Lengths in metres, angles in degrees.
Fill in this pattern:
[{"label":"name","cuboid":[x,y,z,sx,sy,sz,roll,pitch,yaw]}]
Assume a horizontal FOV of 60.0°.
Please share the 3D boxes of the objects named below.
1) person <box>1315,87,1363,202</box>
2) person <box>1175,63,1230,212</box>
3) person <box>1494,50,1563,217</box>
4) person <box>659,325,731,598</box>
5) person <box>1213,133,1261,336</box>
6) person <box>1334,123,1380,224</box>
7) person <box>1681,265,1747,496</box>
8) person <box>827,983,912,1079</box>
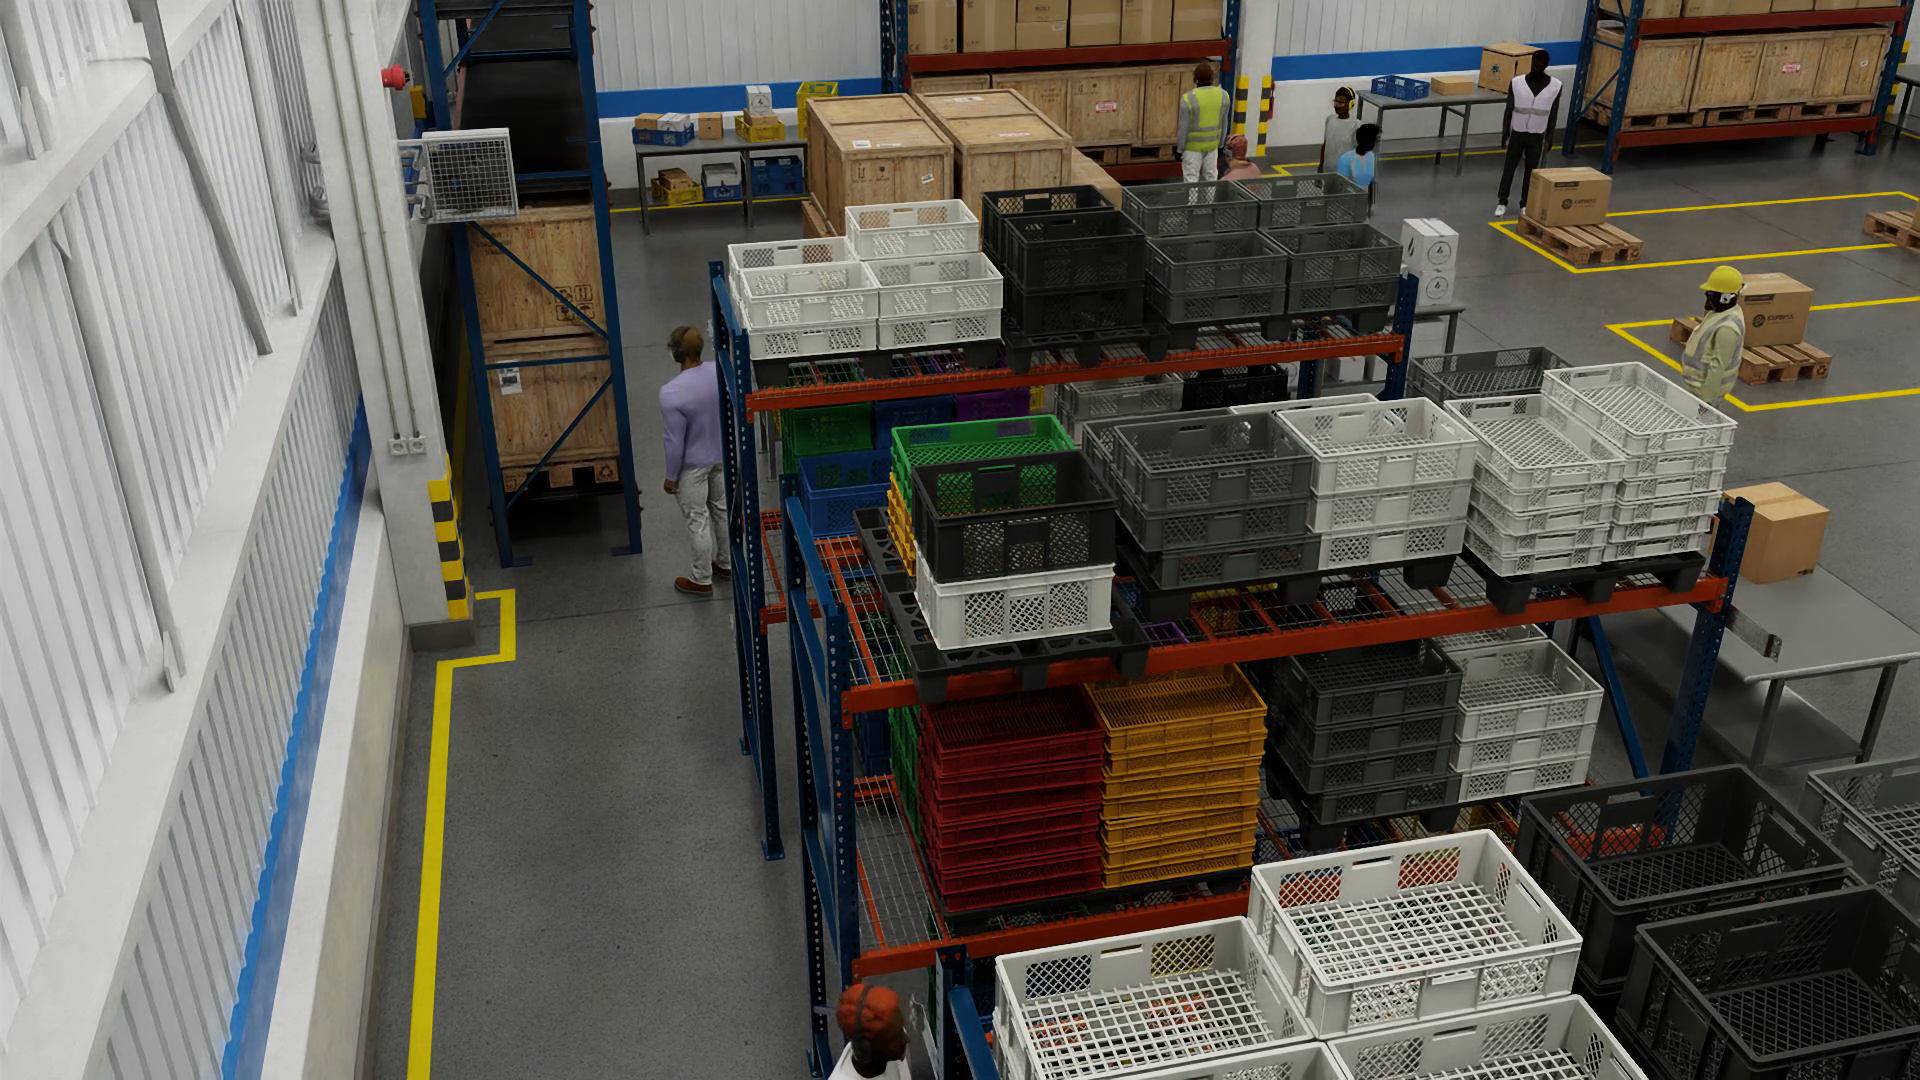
[{"label":"person","cuboid":[3.993,-3.866,17.648,0.329,1.873,0.516,-24,36,-37]},{"label":"person","cuboid":[2.703,-4.441,18.776,0.631,1.837,0.428,-11,30,-19]},{"label":"person","cuboid":[6.540,-4.679,19.142,0.590,1.917,0.395,6,28,12]},{"label":"person","cuboid":[-1.776,-0.538,11.264,0.372,1.940,0.631,17,32,29]},{"label":"person","cuboid":[2.561,-2.893,15.768,0.401,1.904,0.650,17,32,29]},{"label":"person","cuboid":[3.996,-3.440,17.058,0.559,1.669,0.333,-17,32,-29]},{"label":"person","cuboid":[5.672,-1.203,12.646,0.403,1.823,0.591,10,29,18]},{"label":"person","cuboid":[-0.294,2.325,5.887,0.355,1.885,0.576,8,29,15]}]
